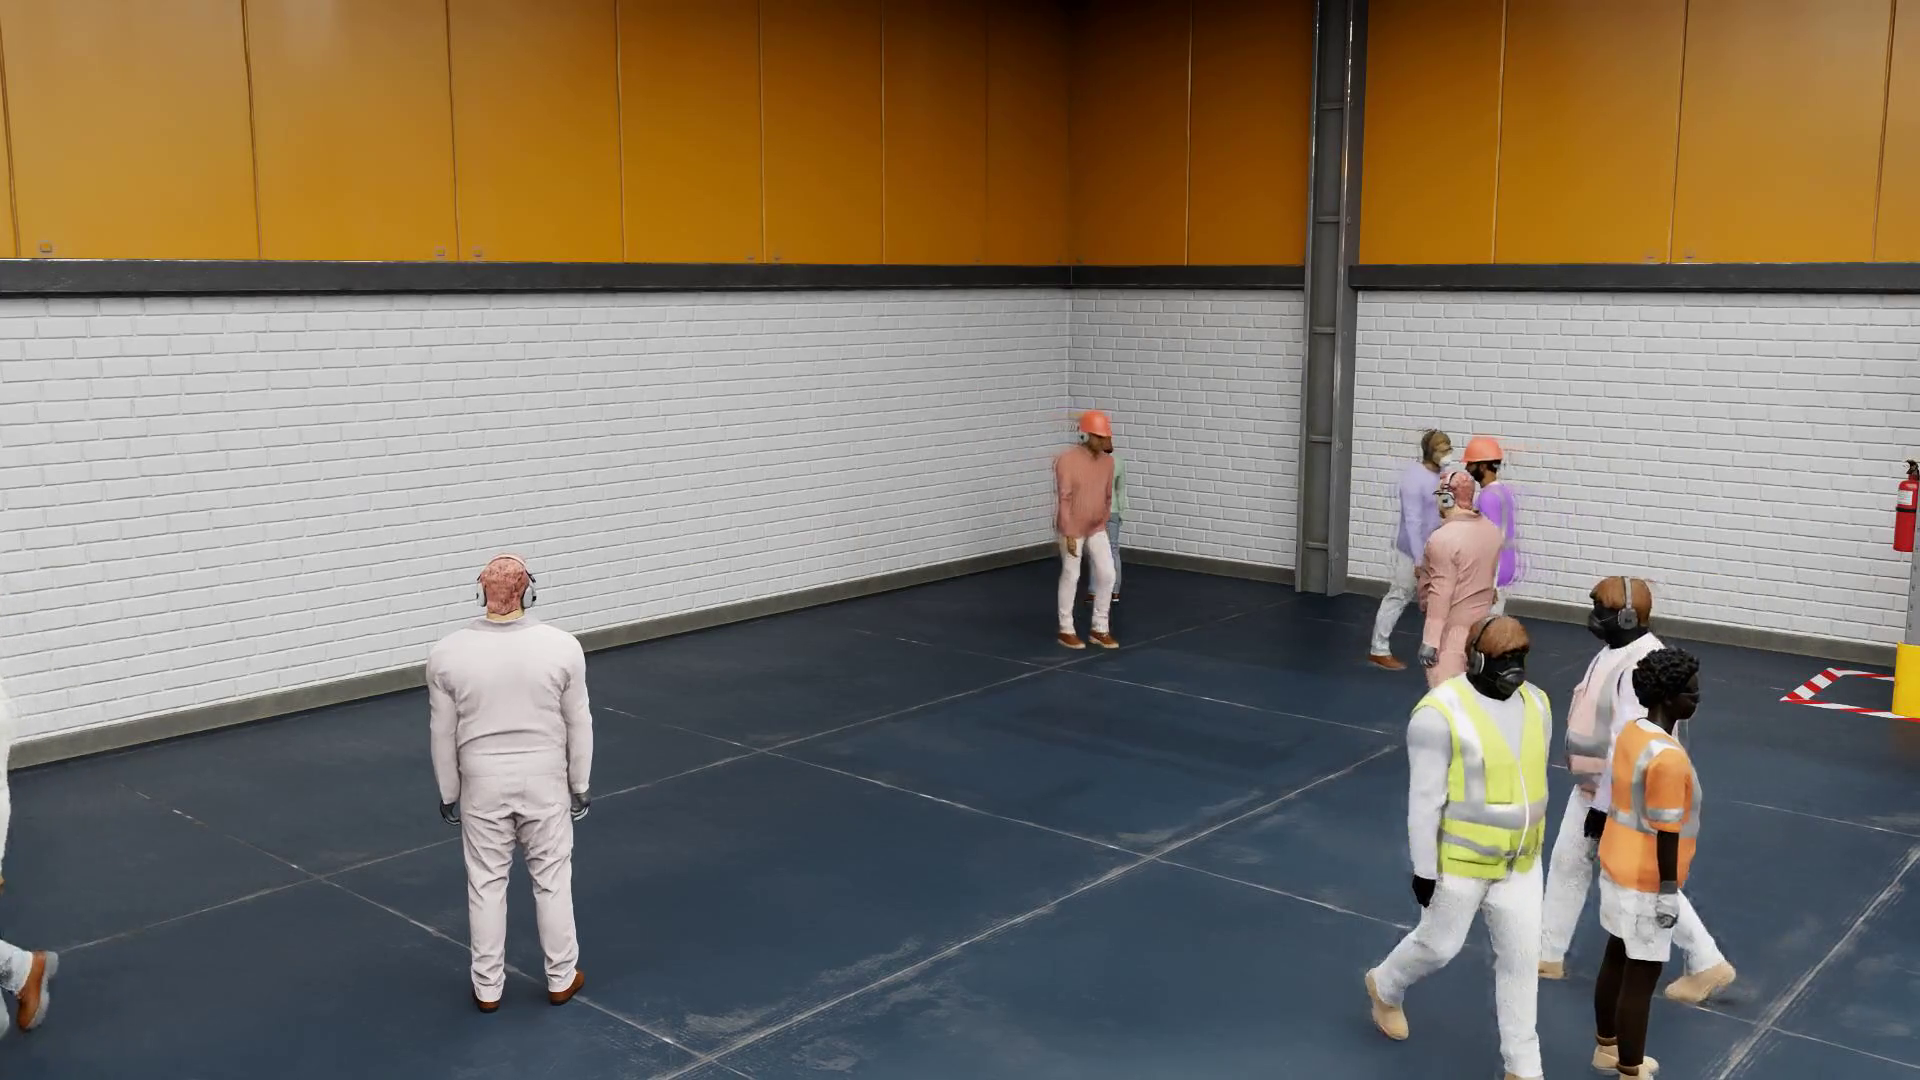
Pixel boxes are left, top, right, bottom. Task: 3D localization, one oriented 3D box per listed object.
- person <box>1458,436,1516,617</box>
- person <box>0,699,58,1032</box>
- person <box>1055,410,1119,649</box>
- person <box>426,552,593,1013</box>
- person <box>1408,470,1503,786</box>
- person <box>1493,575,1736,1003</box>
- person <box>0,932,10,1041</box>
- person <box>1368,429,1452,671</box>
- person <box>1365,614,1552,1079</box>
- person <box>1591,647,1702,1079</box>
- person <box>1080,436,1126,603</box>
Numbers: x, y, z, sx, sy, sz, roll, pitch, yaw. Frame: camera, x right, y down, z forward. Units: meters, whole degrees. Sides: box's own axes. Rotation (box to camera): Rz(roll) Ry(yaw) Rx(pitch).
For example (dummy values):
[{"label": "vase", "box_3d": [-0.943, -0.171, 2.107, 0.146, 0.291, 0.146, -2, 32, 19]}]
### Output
[{"label": "person", "box_3d": [3.613, 0.225, 11.693, 0.669, 1.912, 0.566, 4, 10, 25]}, {"label": "person", "box_3d": [-3.709, 1.107, 6.164, 0.659, 1.916, 0.697, 4, 10, 21]}, {"label": "person", "box_3d": [1.036, -0.069, 13.404, 0.619, 1.963, 0.683, -6, 11, -32]}, {"label": "person", "box_3d": [-1.837, 0.999, 6.866, 0.641, 1.908, 0.407, -2, 9, -12]}, {"label": "person", "box_3d": [2.891, 0.534, 9.790, 0.652, 1.904, 0.403, -8, 12, -43]}, {"label": "person", "box_3d": [2.806, 1.038, 6.956, 0.902, 1.808, 0.636, 1, 9, 6]}, {"label": "person", "box_3d": [-3.380, 1.239, 5.350, 0.539, 1.907, 0.600, 1, 9, 4]}, {"label": "person", "box_3d": [3.560, 0.111, 12.520, 1.035, 1.876, 0.643, 9, 12, 43]}, {"label": "person", "box_3d": [1.906, 1.147, 6.252, 0.634, 1.816, 0.867, -4, 10, -23]}, {"label": "person", "box_3d": [2.524, 1.224, 6.106, 0.322, 1.696, 0.536, 1, 9, 6]}, {"label": "person", "box_3d": [1.298, -0.227, 15.415, 0.501, 1.633, 0.285, -3, 10, -20]}]
